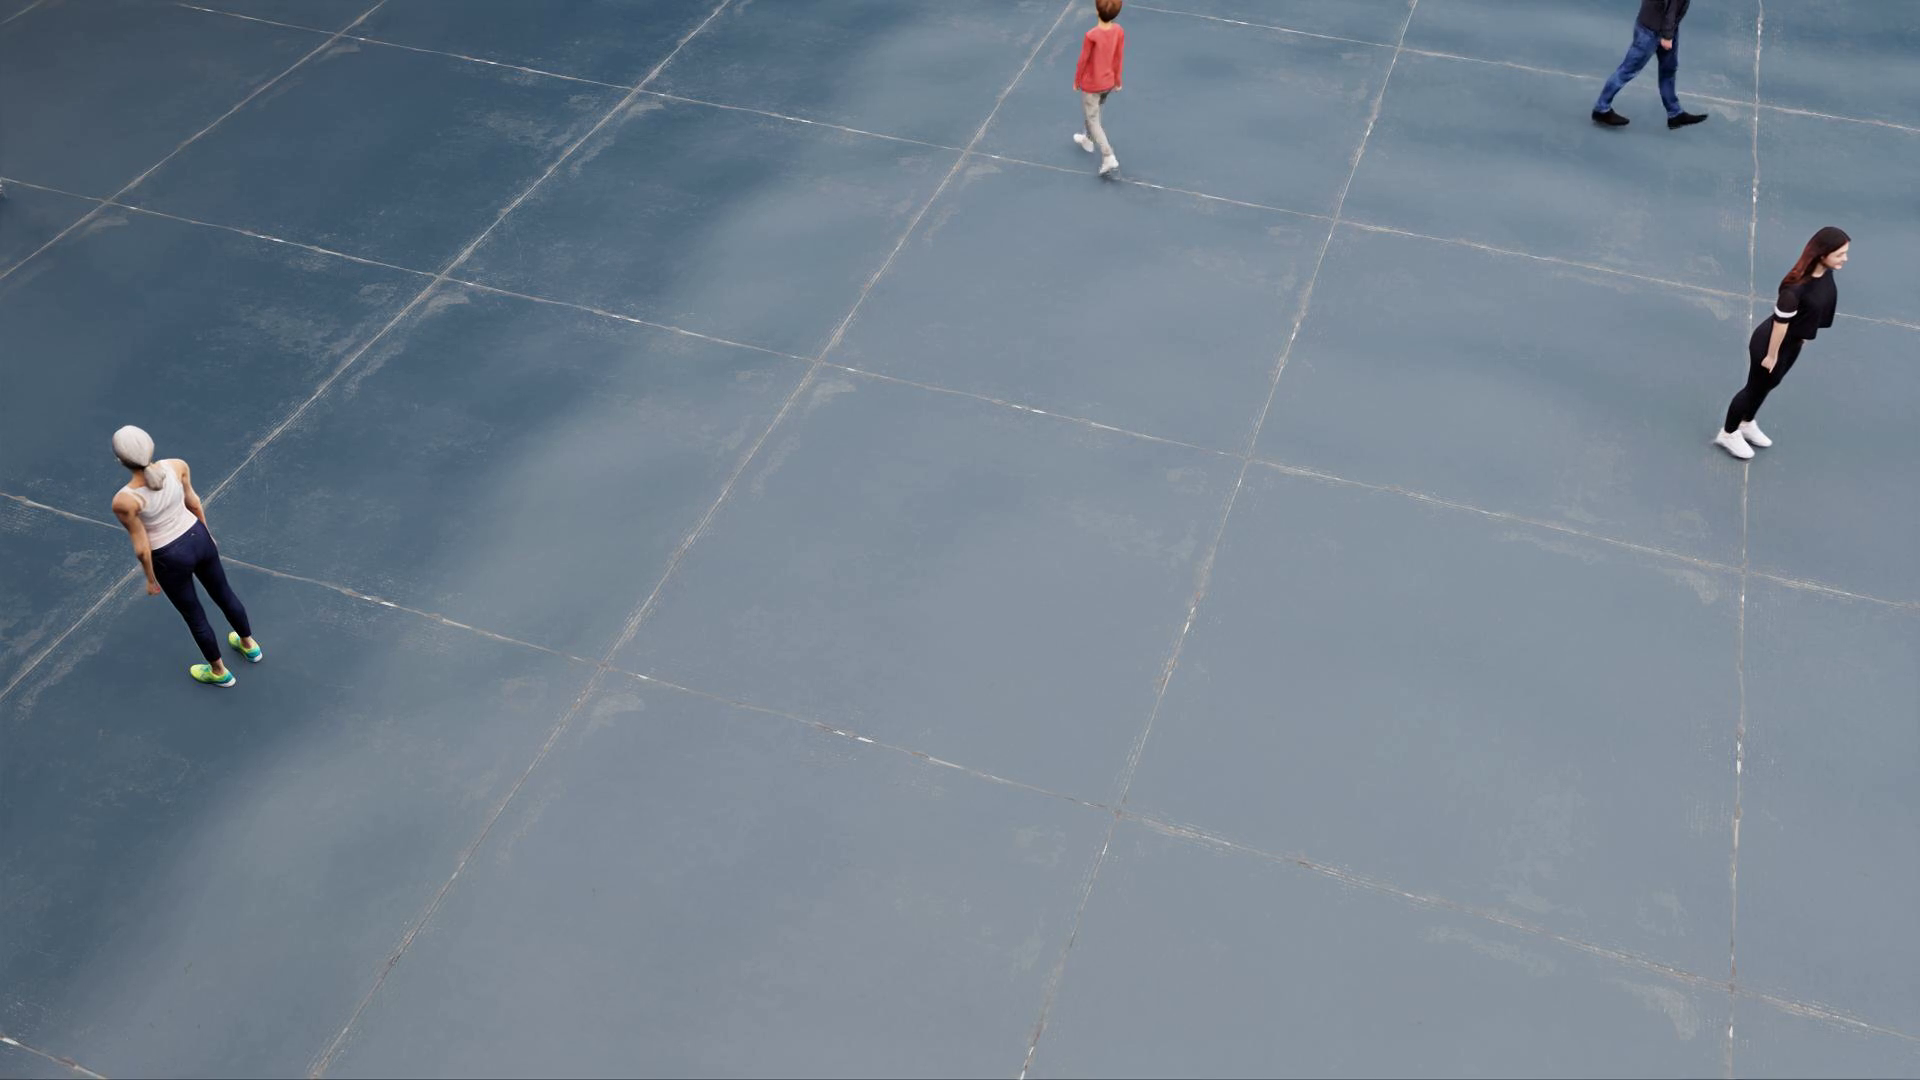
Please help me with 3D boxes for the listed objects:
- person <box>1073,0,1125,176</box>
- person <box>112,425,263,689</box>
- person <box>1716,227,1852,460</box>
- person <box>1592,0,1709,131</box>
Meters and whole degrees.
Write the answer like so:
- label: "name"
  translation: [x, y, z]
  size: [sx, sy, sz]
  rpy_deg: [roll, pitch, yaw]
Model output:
- label: "person"
  translation: [1.095, -3.500, 12.792]
  size: [0.852, 1.402, 0.981]
  rpy_deg: [-25, 48, -24]
- label: "person"
  translation: [-4.075, 0.088, 8.730]
  size: [0.572, 1.703, 0.624]
  rpy_deg: [21, 47, 21]
- label: "person"
  translation: [5.036, -1.225, 10.185]
  size: [0.701, 1.636, 0.726]
  rpy_deg: [-33, 52, -30]
- label: "person"
  translation: [5.400, -4.090, 13.094]
  size: [1.130, 1.852, 0.792]
  rpy_deg: [19, 46, 19]
